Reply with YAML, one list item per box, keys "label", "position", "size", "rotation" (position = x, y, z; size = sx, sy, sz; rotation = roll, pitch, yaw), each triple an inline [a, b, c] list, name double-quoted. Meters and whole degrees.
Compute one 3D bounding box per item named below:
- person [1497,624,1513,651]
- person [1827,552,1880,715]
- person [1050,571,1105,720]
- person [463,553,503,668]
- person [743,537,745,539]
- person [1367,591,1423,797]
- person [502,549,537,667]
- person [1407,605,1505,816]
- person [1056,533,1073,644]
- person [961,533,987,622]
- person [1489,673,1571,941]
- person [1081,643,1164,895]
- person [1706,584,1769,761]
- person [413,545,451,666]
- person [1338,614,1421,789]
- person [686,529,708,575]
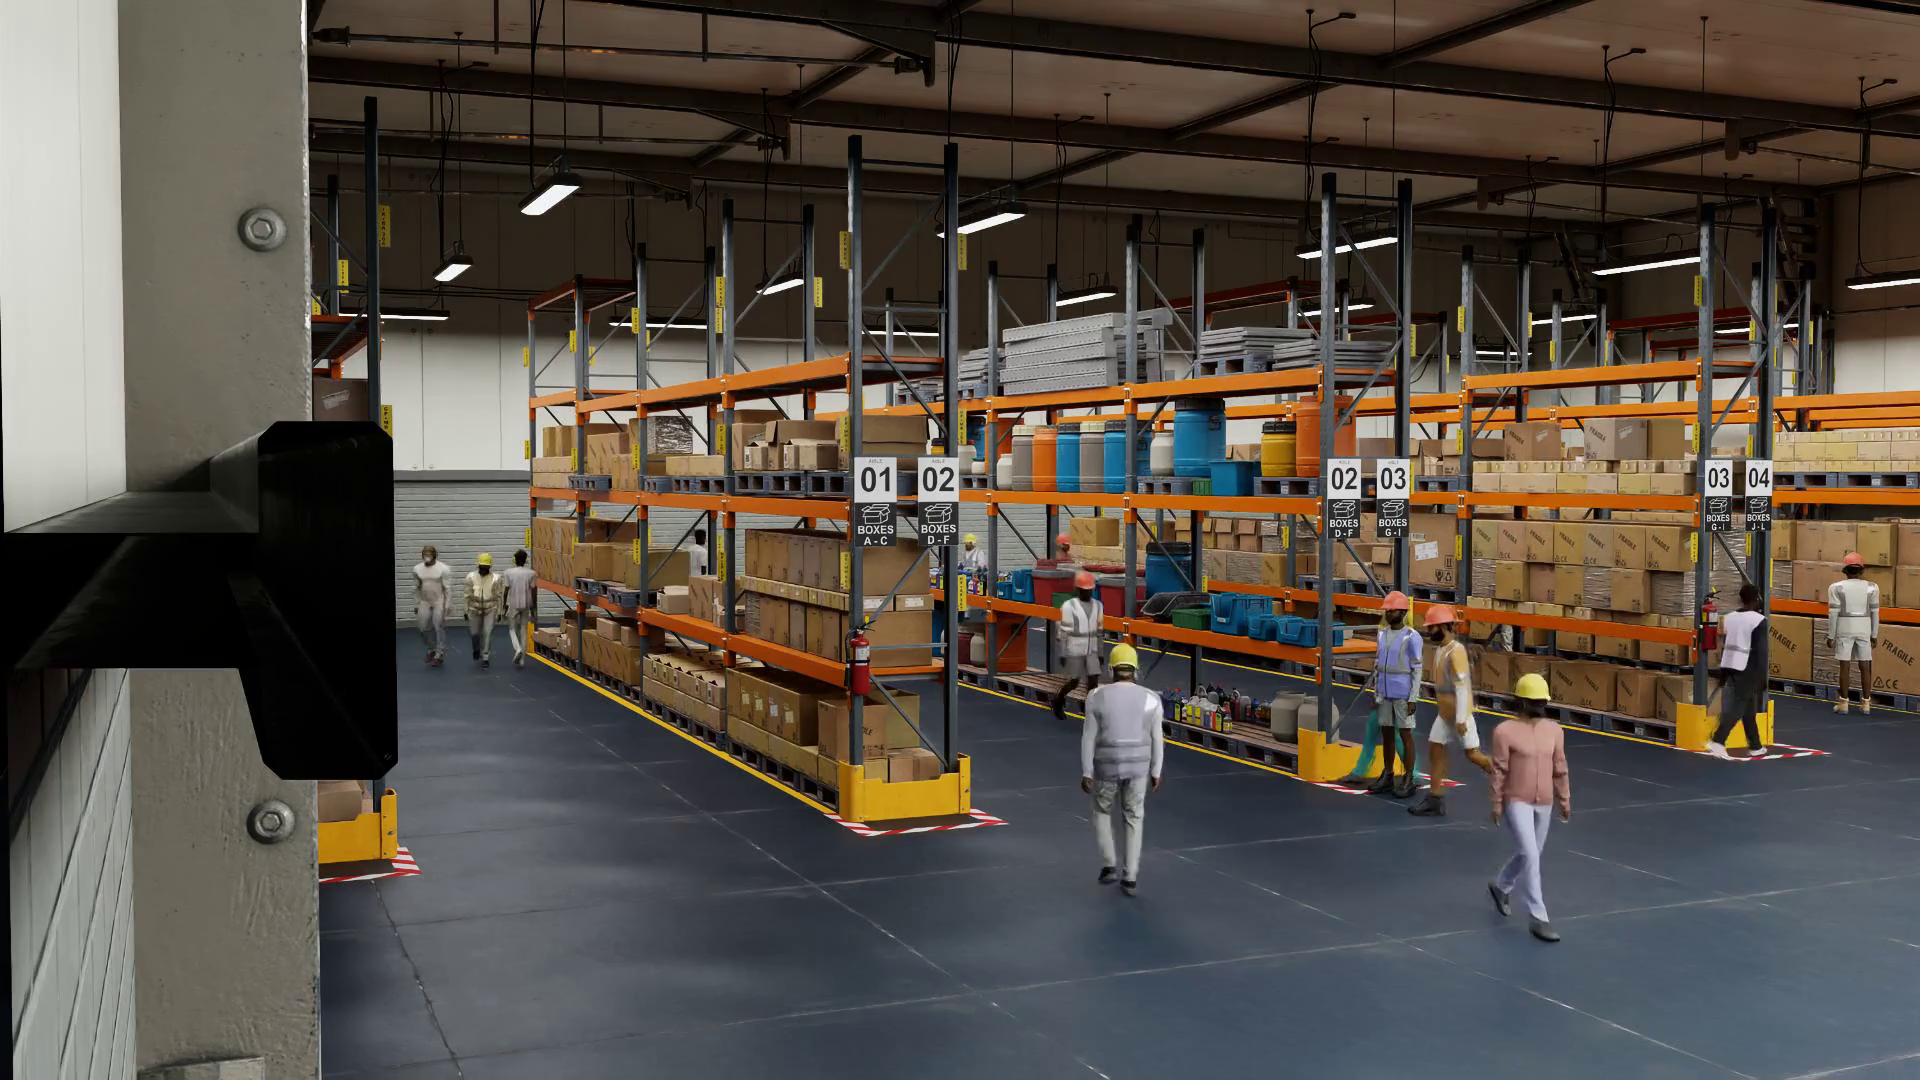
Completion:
- label: "person"
  position: [8.014, 1.248, 26.167]
  size: [0.523, 1.638, 0.310]
  rotation: [-2, 3, -41]
- label: "person"
  position: [11.317, 1.180, 22.720]
  size: [0.605, 2.045, 0.379]
  rotation: [0, 2, 11]
- label: "person"
  position: [1.425, 1.303, 21.450]
  size: [0.585, 1.903, 0.792]
  rotation: [-1, 2, -25]
- label: "person"
  position: [-7.530, 1.090, 28.331]
  size: [0.606, 1.802, 0.689]
  rotation: [0, 2, -10]
- label: "person"
  position: [-3.972, 0.793, 33.685]
  size: [0.704, 1.970, 0.653]
  rotation: [0, 2, -6]
- label: "person"
  position: [4.128, 1.450, 16.999]
  size: [0.353, 1.942, 0.546]
  rotation: [-1, 3, -34]
- label: "person"
  position: [-6.924, 1.064, 28.149]
  size: [0.553, 1.857, 0.436]
  rotation: [-1, 2, -21]
- label: "person"
  position: [4.516, 1.519, 16.009]
  size: [0.962, 1.890, 0.587]
  rotation: [0, 2, -5]
- label: "person"
  position: [1.841, 0.861, 31.898]
  size: [0.447, 1.973, 0.641]
  rotation: [2, 3, 38]
- label: "person"
  position: [0.255, 0.764, 36.466]
  size: [0.607, 1.818, 0.611]
  rotation: [2, 3, 40]
- label: "person"
  position: [3.806, 1.741, 12.064]
  size: [0.535, 1.730, 0.857]
  rotation: [-1, 2, -16]
- label: "person"
  position: [1.180, 1.661, 13.085]
  size: [0.627, 1.813, 0.463]
  rotation: [0, 2, -7]
- label: "person"
  position: [8.366, 1.407, 19.257]
  size: [0.920, 1.865, 0.653]
  rotation: [-1, 2, -16]
- label: "person"
  position: [-8.334, 1.030, 28.279]
  size: [0.668, 1.918, 0.417]
  rotation: [0, 2, 7]
- label: "person"
  position: [4.082, 1.552, 17.275]
  size: [0.711, 1.713, 0.534]
  rotation: [0, 2, -7]
- label: "person"
  position: [-5.171, 0.743, 35.765]
  size: [0.608, 1.911, 0.997]
  rotation: [2, 3, 39]
